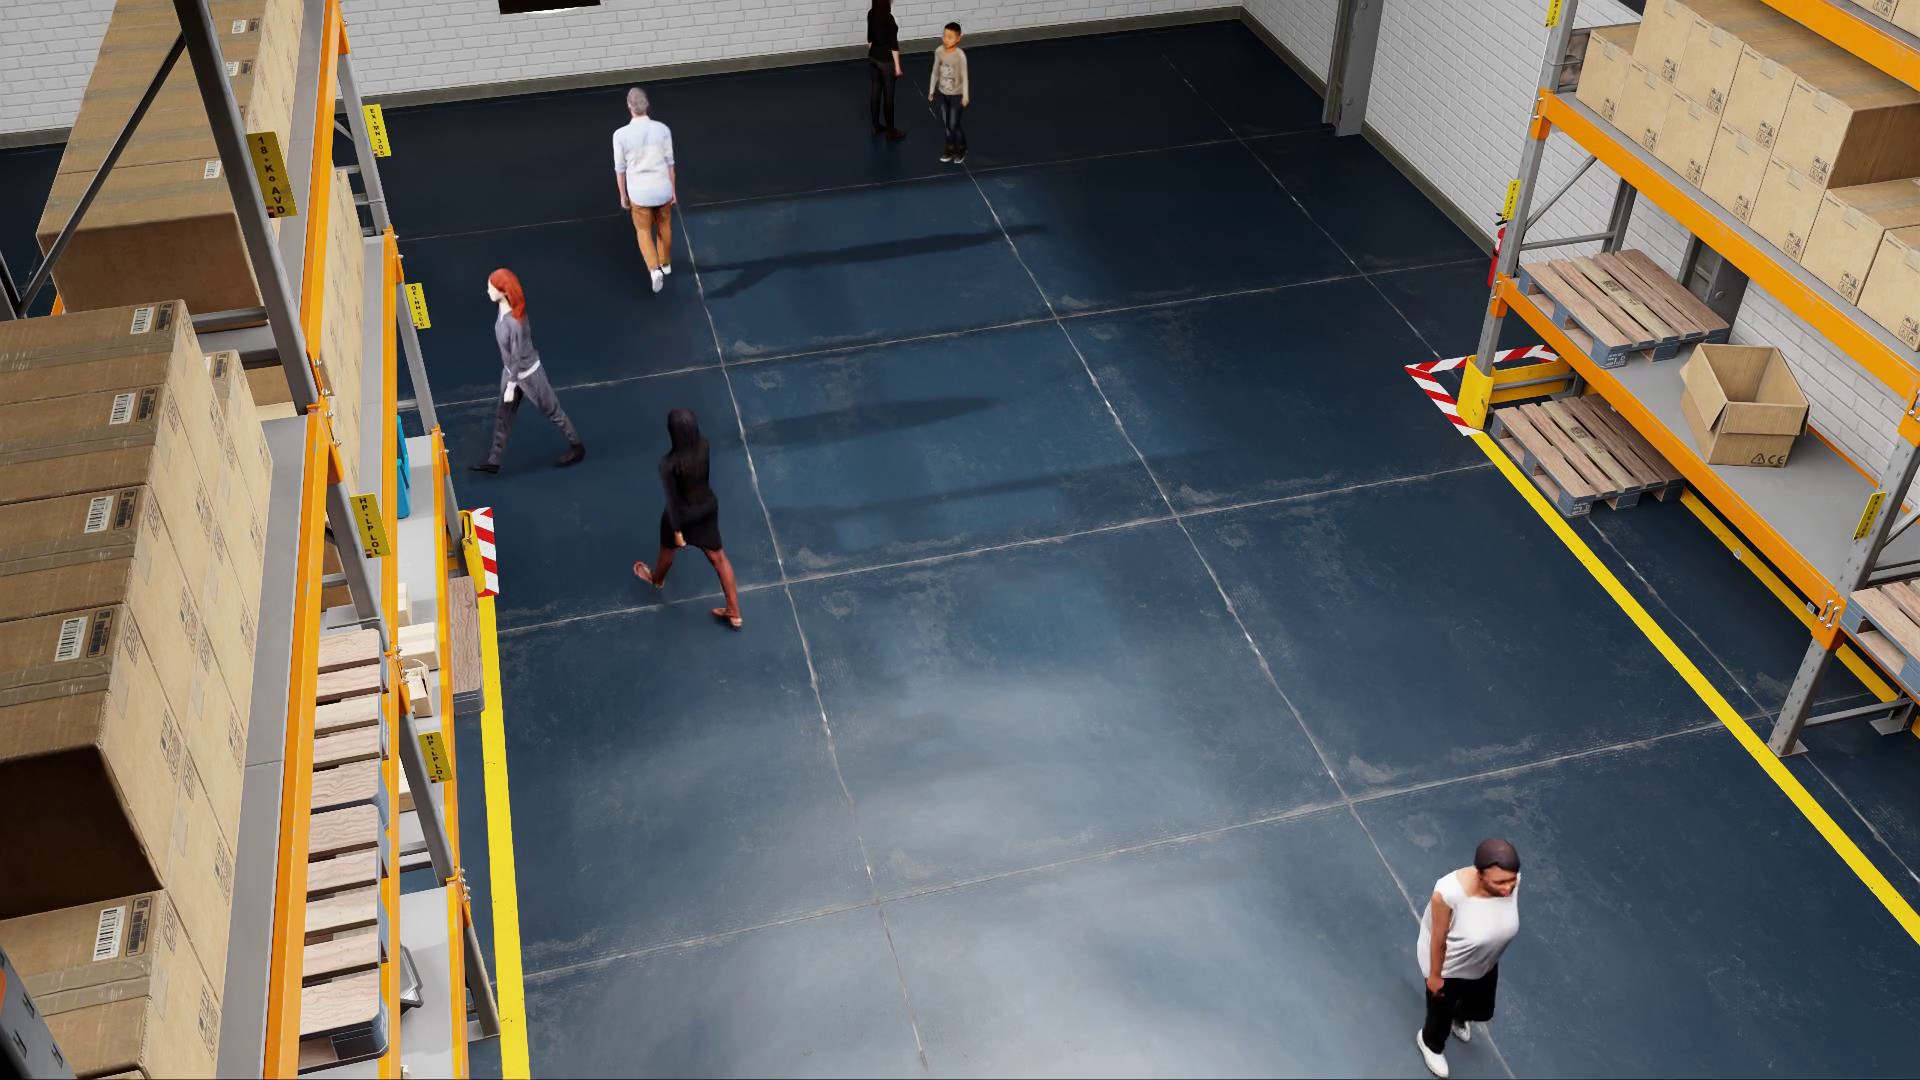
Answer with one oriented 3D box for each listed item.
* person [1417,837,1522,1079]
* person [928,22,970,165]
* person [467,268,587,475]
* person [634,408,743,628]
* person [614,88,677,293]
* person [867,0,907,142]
[{"bbox_3d":[2.540,2.057,8.463,0.642,1.677,0.609,-12,40,-15],"label":"person"},{"bbox_3d":[-0.047,-4.580,16.951,0.616,1.455,0.695,25,45,28],"label":"person"},{"bbox_3d":[-3.203,-1.241,12.556,0.840,1.723,1.127,-18,42,-21],"label":"person"},{"bbox_3d":[-1.736,-0.121,11.195,1.230,1.671,1.095,25,45,28],"label":"person"},{"bbox_3d":[-2.740,-3.076,14.789,0.703,1.803,1.028,-11,40,-13],"label":"person"},{"bbox_3d":[-0.810,-4.984,17.308,0.604,1.641,0.716,32,48,33],"label":"person"}]
